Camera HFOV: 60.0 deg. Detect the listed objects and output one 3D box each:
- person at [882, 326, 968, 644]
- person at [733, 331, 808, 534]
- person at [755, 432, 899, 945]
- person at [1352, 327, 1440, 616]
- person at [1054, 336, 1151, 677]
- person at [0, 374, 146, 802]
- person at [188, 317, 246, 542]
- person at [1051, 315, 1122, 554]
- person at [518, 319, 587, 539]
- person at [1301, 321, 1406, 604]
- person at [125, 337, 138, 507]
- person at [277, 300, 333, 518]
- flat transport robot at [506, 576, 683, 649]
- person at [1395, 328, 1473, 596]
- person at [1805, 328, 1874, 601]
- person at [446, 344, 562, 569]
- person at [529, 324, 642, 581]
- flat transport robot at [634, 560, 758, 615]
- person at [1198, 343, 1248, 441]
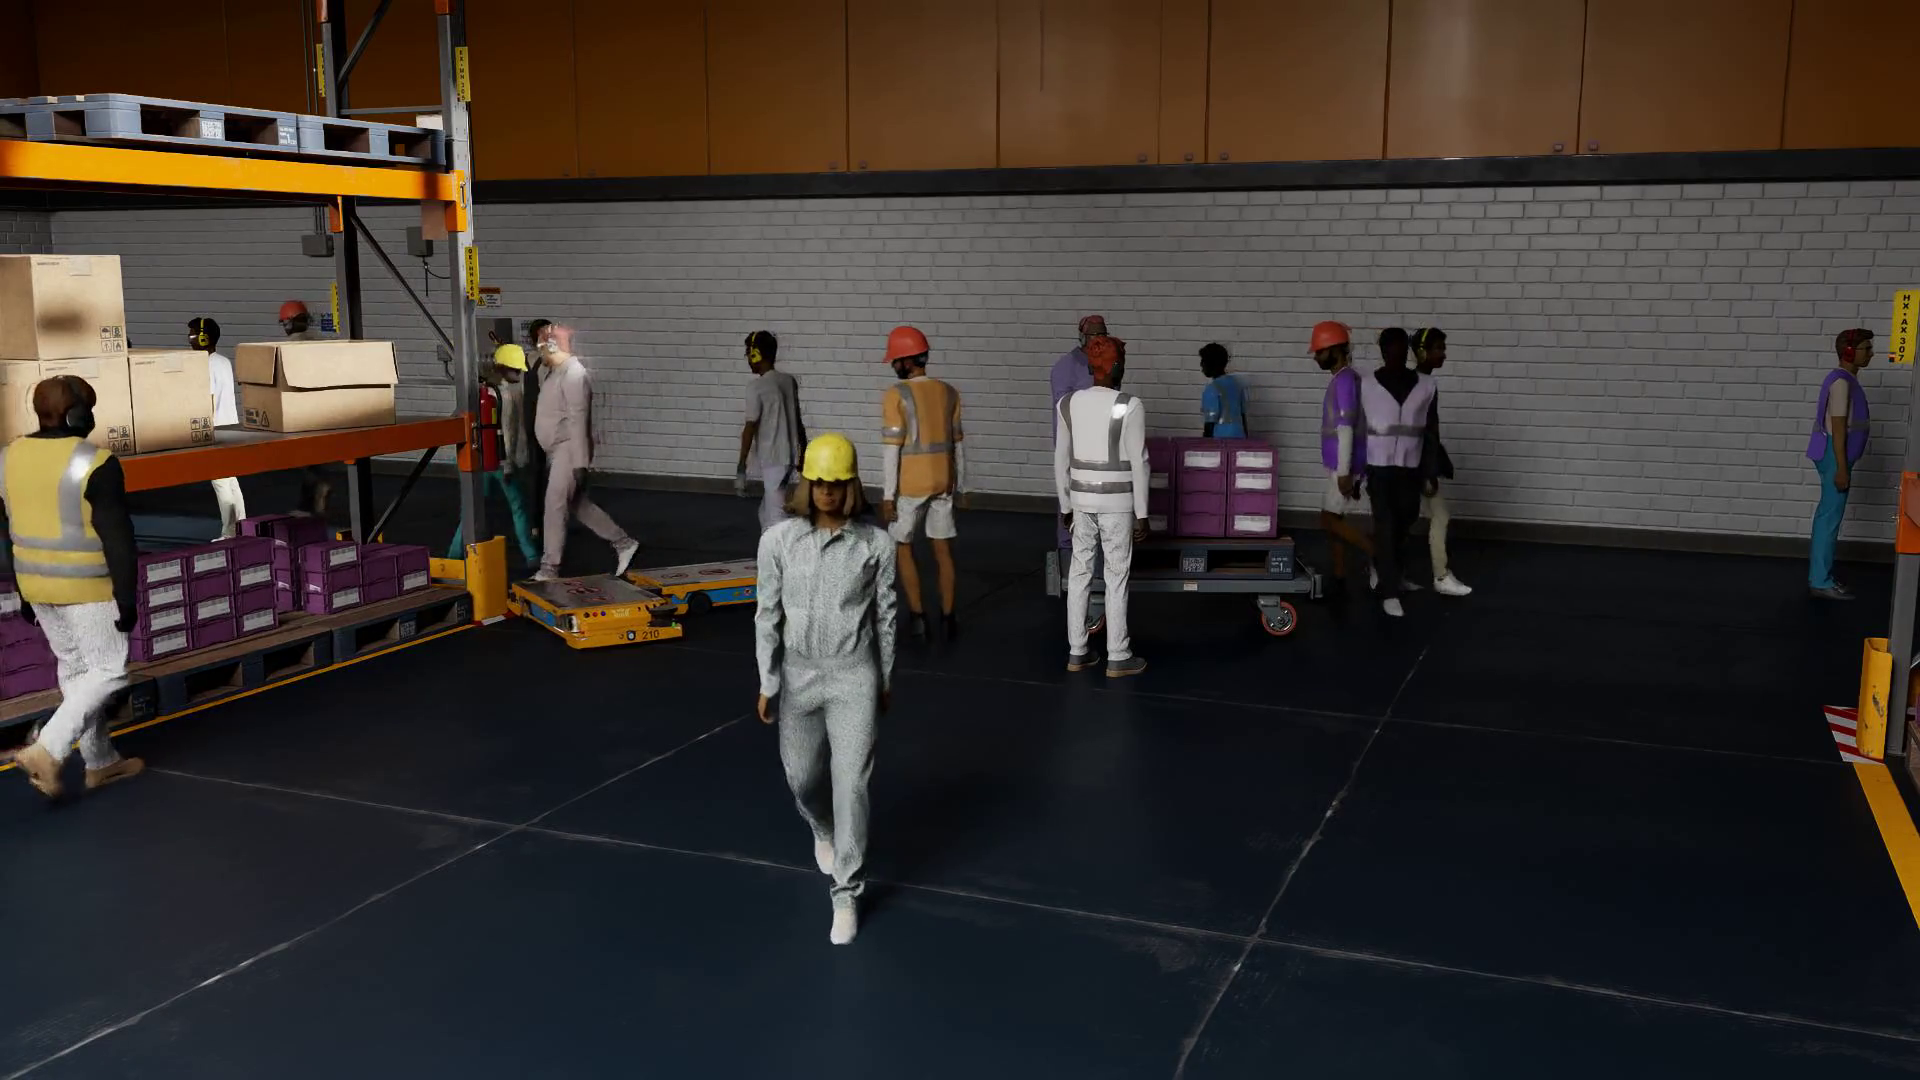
[{"bbox_3d":[-0.238,-0.331,10.059,0.601,1.915,0.469,-8,12,-40],"label":"person"},{"bbox_3d":[-1.280,-0.483,11.203,0.729,1.828,0.670,6,11,30],"label":"person"},{"bbox_3d":[-0.452,0.463,5.828,0.485,1.715,0.752,1,9,3],"label":"person"},{"bbox_3d":[2.862,-0.486,11.111,0.598,1.884,0.879,-1,9,-6],"label":"person"},{"bbox_3d":[0.800,-0.183,9.225,0.584,1.882,0.348,7,12,36],"label":"person"},{"bbox_3d":[-3.767,0.215,7.015,0.628,1.822,0.666,3,10,17],"label":"person"},{"bbox_3d":[-5.964,-0.848,13.343,0.323,1.862,0.510,-1,9,-8],"label":"person"},{"bbox_3d":[0.979,-0.712,12.365,0.643,1.908,0.399,-7,11,-35],"label":"person"},{"bbox_3d":[-3.413,-0.937,13.957,0.555,1.824,0.676,5,10,26],"label":"person"},{"bbox_3d":[2.603,-0.500,11.093,0.652,1.901,0.597,2,10,13],"label":"person"},{"bbox_3d":[-7.963,-1.284,15.613,0.428,1.977,0.603,5,11,27],"label":"person"},{"bbox_3d":[-5.731,-1.113,14.620,0.686,1.963,0.643,6,11,32],"label":"person"},{"bbox_3d":[-2.316,0.424,10.425,0.652,0.197,1.431,-6,11,-31],"label":"flat transport robot"},{"bbox_3d":[3.232,-0.537,11.498,0.625,1.844,0.563,2,10,10],"label":"person"},{"bbox_3d":[6.010,-0.522,11.404,0.388,1.843,0.563,5,10,26],"label":"person"},{"bbox_3d":[-3.407,-0.581,12.198,0.879,1.709,0.536,-8,12,-39],"label":"person"},{"bbox_3d":[-2.732,-0.610,11.877,0.902,1.867,0.676,-5,11,-27],"label":"person"},{"bbox_3d":[-1.573,0.298,11.183,1.431,0.197,0.652,-6,11,-31],"label":"flat transport robot"},{"bbox_3d":[2.142,-0.740,13.252,0.398,1.662,0.663,7,12,37],"label":"person"}]
